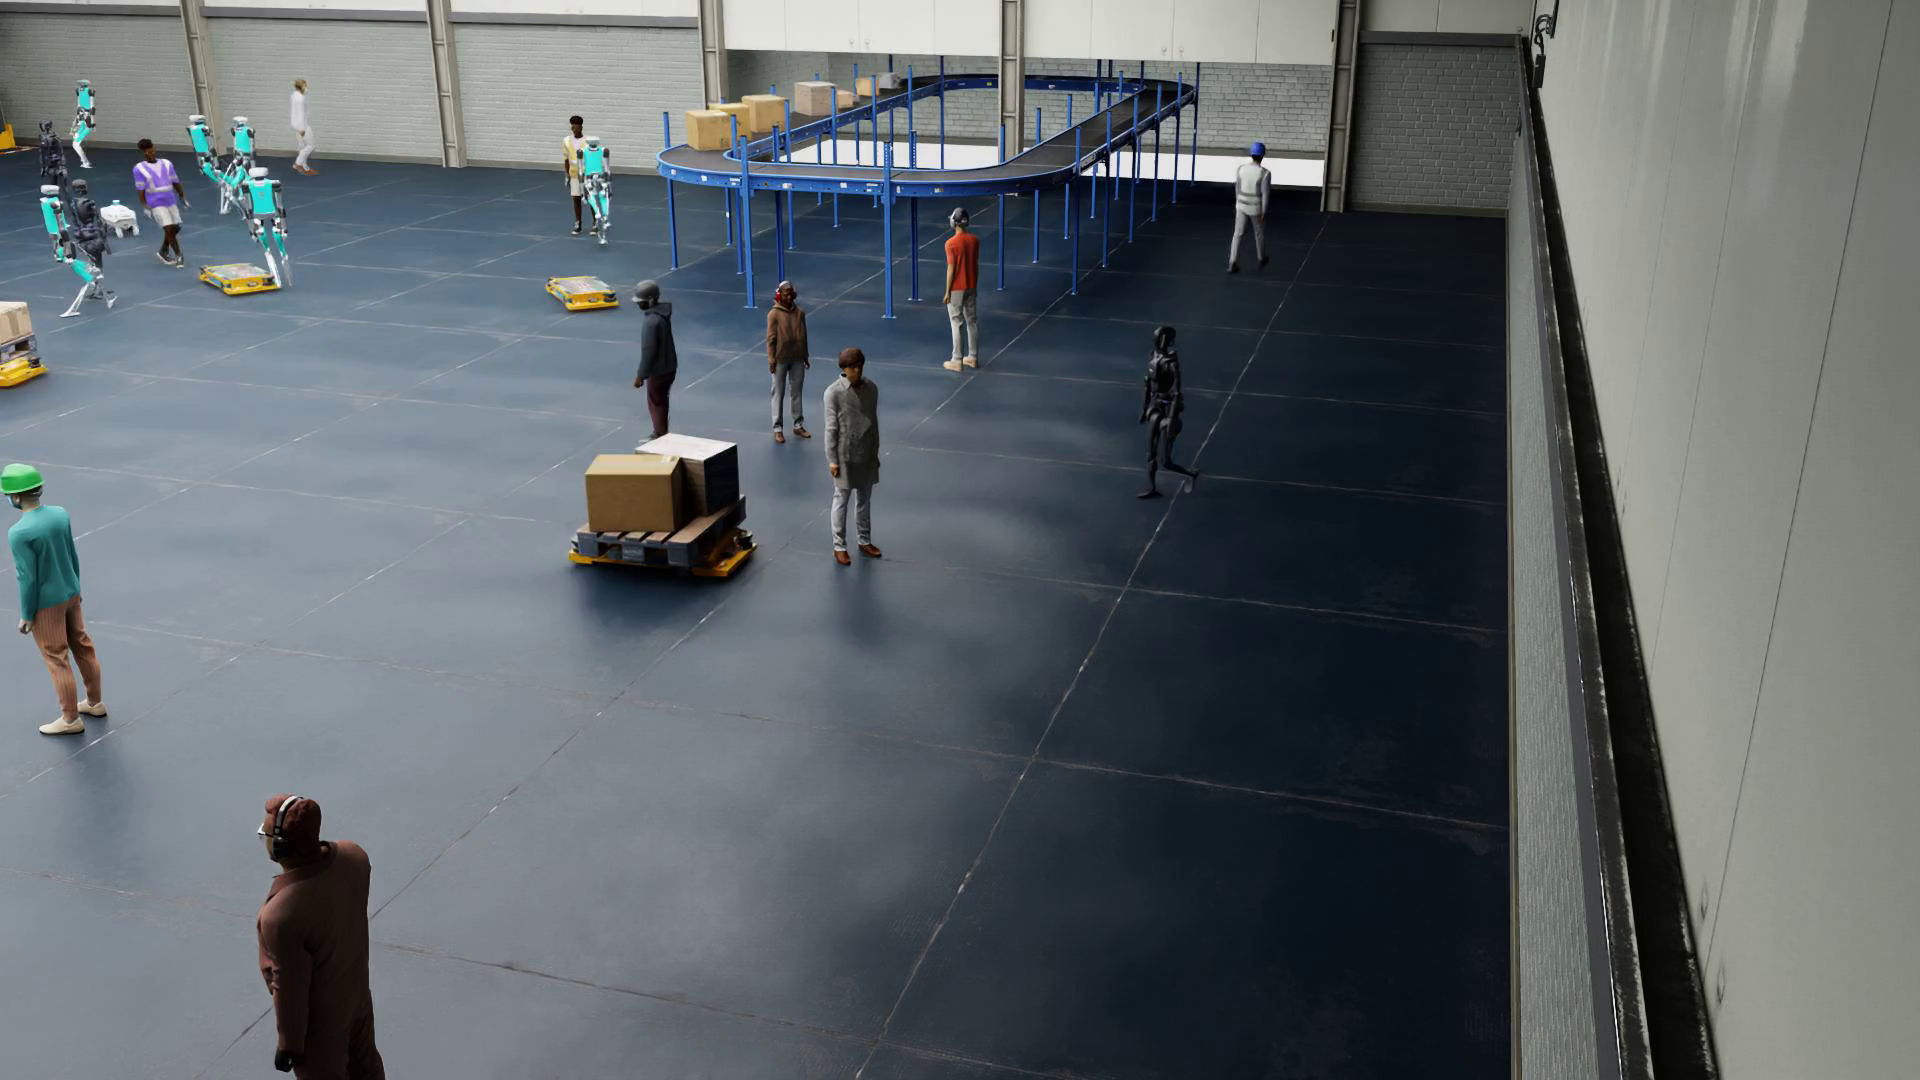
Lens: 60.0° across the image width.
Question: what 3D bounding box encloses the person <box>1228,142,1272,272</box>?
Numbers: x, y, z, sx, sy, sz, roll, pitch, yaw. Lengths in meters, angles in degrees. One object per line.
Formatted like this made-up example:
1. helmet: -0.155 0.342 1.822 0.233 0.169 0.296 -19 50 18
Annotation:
1. person: 4.348 -4.958 24.790 0.616 1.896 1.024 14 25 32

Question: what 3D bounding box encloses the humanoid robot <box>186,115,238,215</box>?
1. humanoid robot: -13.070 -6.593 29.240 0.541 1.771 0.762 12 24 28

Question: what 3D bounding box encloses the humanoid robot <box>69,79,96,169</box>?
1. humanoid robot: -18.245 -8.582 34.385 0.591 1.763 0.886 13 24 29

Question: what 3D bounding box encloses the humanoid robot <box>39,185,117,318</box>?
1. humanoid robot: -11.705 -3.871 22.227 0.530 1.804 0.933 20 29 41

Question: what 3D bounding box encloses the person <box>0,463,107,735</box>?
1. person: -5.989 0.385 10.953 0.352 1.871 0.508 4 22 11

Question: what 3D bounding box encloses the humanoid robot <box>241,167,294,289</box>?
1. humanoid robot: -9.797 -4.376 23.630 0.531 1.889 0.717 -5 22 -14

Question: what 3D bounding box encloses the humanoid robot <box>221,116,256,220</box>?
1. humanoid robot: -12.410 -6.310 28.561 0.532 1.837 0.699 12 24 28

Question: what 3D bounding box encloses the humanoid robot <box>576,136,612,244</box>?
1. humanoid robot: -5.728 -5.484 26.357 0.542 1.743 0.983 -10 23 -24

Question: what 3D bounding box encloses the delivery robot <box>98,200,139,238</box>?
1. delivery robot: -13.970 -5.347 27.612 0.499 0.568 0.750 -19 28 -41

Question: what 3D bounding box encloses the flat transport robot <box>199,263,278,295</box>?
1. flat transport robot: -10.402 -3.767 23.947 0.659 0.231 1.431 -17 27 -37

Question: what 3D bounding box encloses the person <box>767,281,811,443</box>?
1. person: -1.765 -1.833 17.006 0.457 1.651 0.338 -13 25 -30

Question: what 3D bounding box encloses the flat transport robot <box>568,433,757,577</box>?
1. flat transport robot: -2.503 0.055 14.036 1.431 0.231 0.659 6 22 14

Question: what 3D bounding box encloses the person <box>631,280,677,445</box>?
1. person: -3.051 -1.713 16.522 0.487 1.783 0.643 2 21 5

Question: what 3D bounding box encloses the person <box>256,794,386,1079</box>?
1. person: -2.671 1.916 6.934 0.411 1.908 0.641 3 21 8

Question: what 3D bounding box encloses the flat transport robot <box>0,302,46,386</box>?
1. flat transport robot: -11.481 -1.964 19.273 1.431 0.231 0.659 2 21 5

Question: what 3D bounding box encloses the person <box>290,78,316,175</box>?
1. person: -13.250 -8.271 33.349 0.524 1.918 0.634 -17 27 -37

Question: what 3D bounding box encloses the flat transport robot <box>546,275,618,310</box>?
1. flat transport robot: -5.263 -3.440 23.099 0.659 0.231 1.431 -10 23 -25

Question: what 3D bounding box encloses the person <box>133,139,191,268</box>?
1. person: -12.014 -5.082 25.070 0.668 1.916 0.682 13 25 31

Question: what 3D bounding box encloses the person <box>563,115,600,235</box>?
1. person: -6.247 -6.028 27.474 0.604 1.957 0.380 4 21 10

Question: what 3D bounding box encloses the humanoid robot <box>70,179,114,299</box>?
1. humanoid robot: -12.074 -4.172 23.068 0.594 1.641 0.557 9 23 23

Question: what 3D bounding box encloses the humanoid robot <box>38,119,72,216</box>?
1. humanoid robot: -15.865 -6.538 29.163 0.599 1.655 0.315 8 23 20

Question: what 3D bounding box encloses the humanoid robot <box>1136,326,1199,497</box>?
1. humanoid robot: 1.930 -1.188 15.304 0.562 1.639 0.589 -11 23 -25

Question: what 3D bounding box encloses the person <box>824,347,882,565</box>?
1. person: -0.881 -0.706 13.840 0.514 1.831 0.365 -14 25 -32

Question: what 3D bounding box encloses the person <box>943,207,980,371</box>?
1. person: -0.008 -2.951 19.552 0.480 1.910 0.412 -17 27 -37
